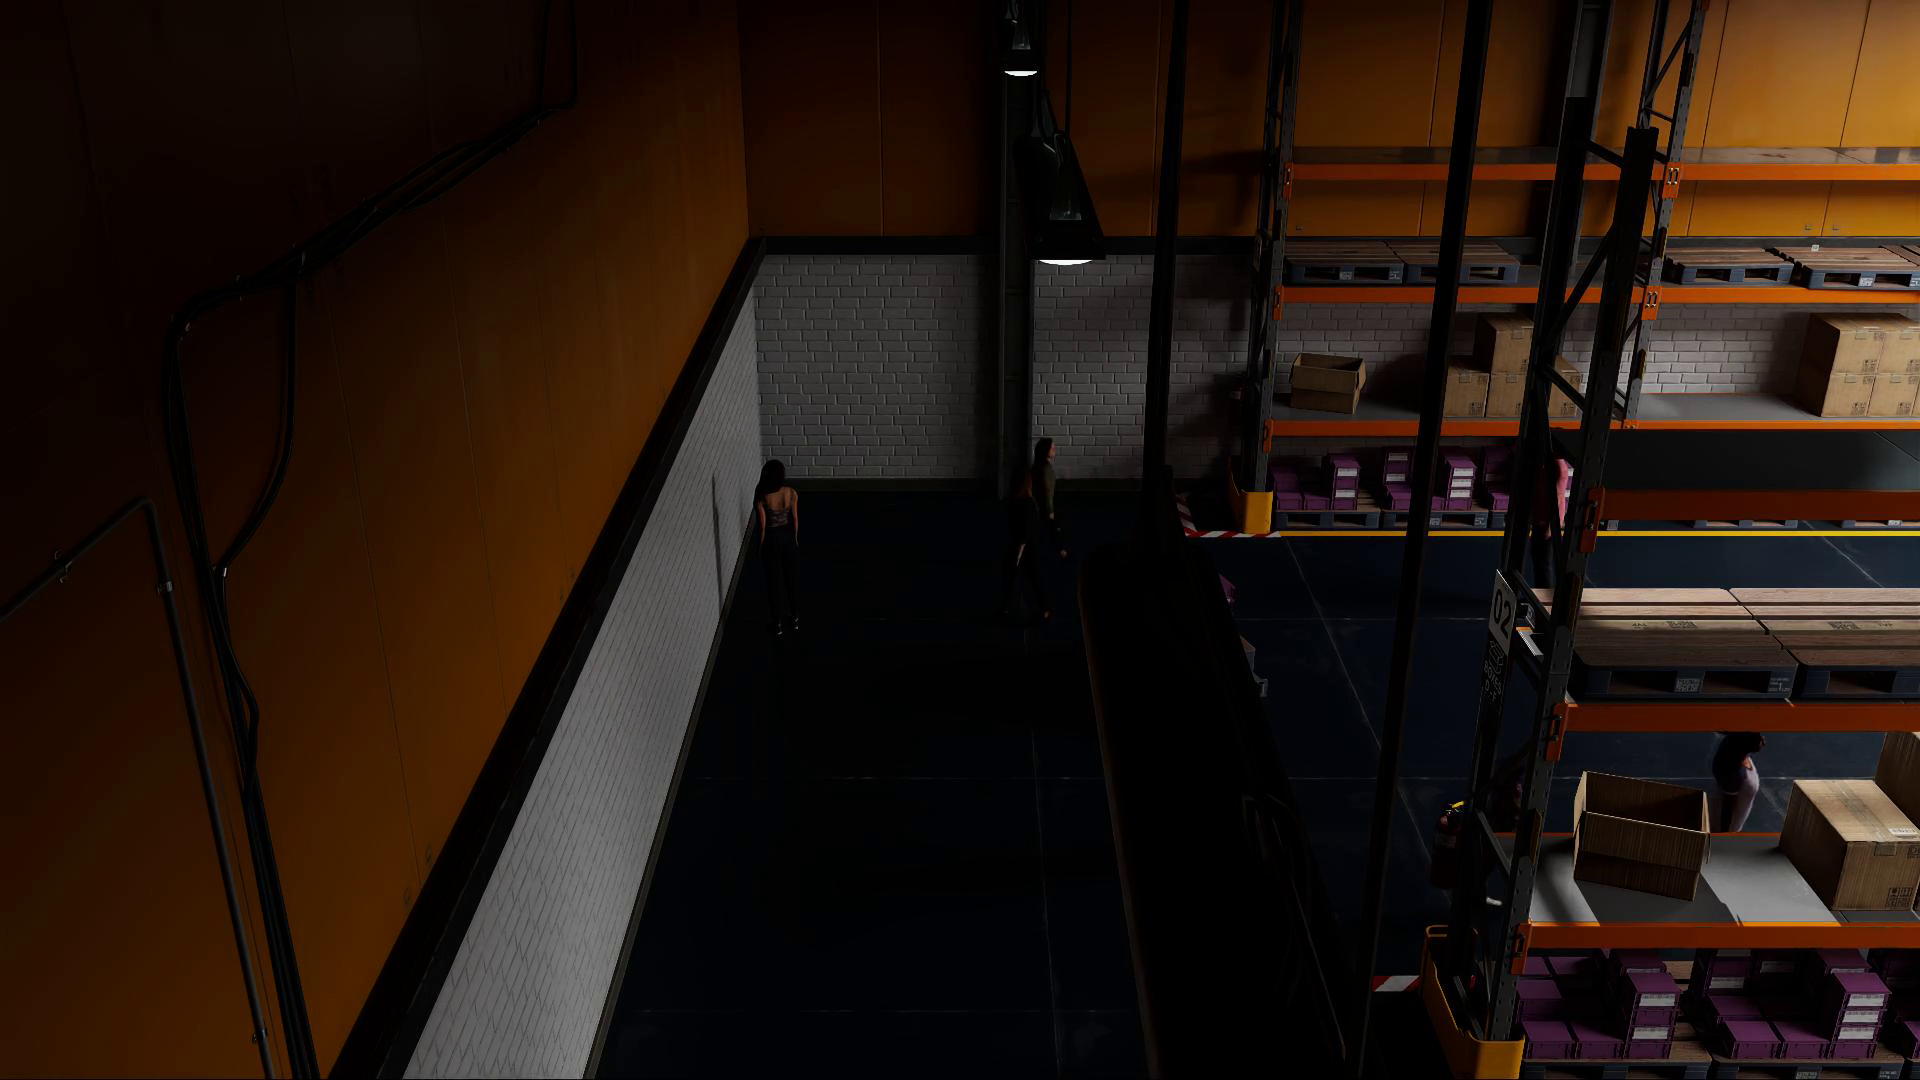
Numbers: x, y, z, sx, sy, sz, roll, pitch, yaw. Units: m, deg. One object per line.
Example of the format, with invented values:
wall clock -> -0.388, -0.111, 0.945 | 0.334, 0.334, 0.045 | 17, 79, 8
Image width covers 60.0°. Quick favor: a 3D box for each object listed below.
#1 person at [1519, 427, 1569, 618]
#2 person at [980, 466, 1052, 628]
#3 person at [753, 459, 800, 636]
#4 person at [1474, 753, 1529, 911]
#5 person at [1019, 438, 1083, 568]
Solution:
person -> 5.823, -0.186, 16.455 | 0.545, 1.958, 0.624 | 1, 24, 2
person -> 0.733, 0.078, 16.197 | 0.965, 1.682, 0.742 | -4, 24, -8
person -> -1.756, 0.057, 16.135 | 0.636, 1.770, 0.748 | -13, 27, -28
person -> 3.878, 2.129, 11.997 | 0.745, 1.288, 0.597 | -2, 24, -6
person -> 0.803, -0.356, 17.493 | 1.012, 1.438, 0.642 | 2, 24, 4
